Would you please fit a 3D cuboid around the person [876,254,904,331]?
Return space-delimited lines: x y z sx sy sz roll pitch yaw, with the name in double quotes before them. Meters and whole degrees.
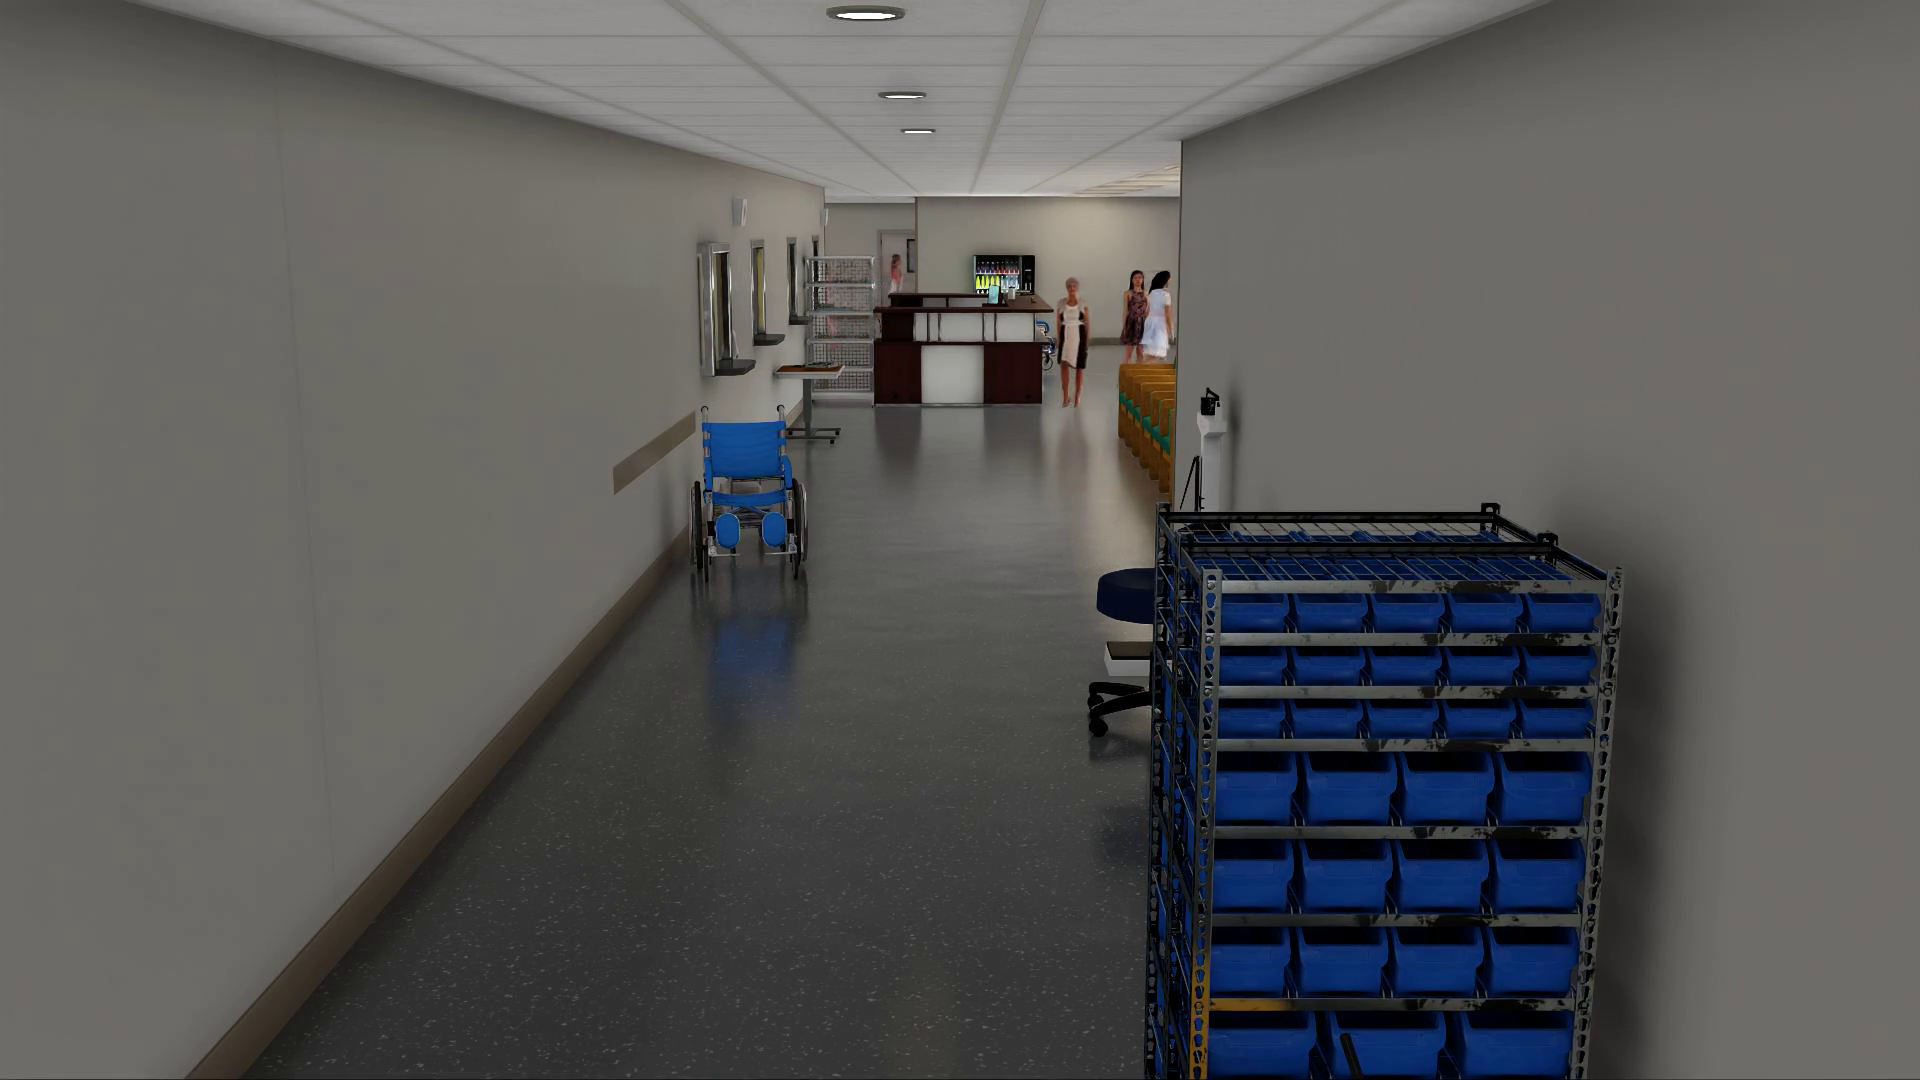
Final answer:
"person" -1.534 -5.522 37.415 1.080 1.765 0.881 -5 12 -24

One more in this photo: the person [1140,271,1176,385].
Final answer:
"person" 2.677 -2.842 23.282 1.056 1.769 0.903 -7 13 -32

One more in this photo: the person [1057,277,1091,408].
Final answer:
"person" 1.547 -2.632 22.273 0.752 1.734 0.786 2 11 12

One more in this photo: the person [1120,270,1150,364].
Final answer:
"person" 2.617 -3.114 24.703 0.675 1.774 0.782 -2 11 -12
